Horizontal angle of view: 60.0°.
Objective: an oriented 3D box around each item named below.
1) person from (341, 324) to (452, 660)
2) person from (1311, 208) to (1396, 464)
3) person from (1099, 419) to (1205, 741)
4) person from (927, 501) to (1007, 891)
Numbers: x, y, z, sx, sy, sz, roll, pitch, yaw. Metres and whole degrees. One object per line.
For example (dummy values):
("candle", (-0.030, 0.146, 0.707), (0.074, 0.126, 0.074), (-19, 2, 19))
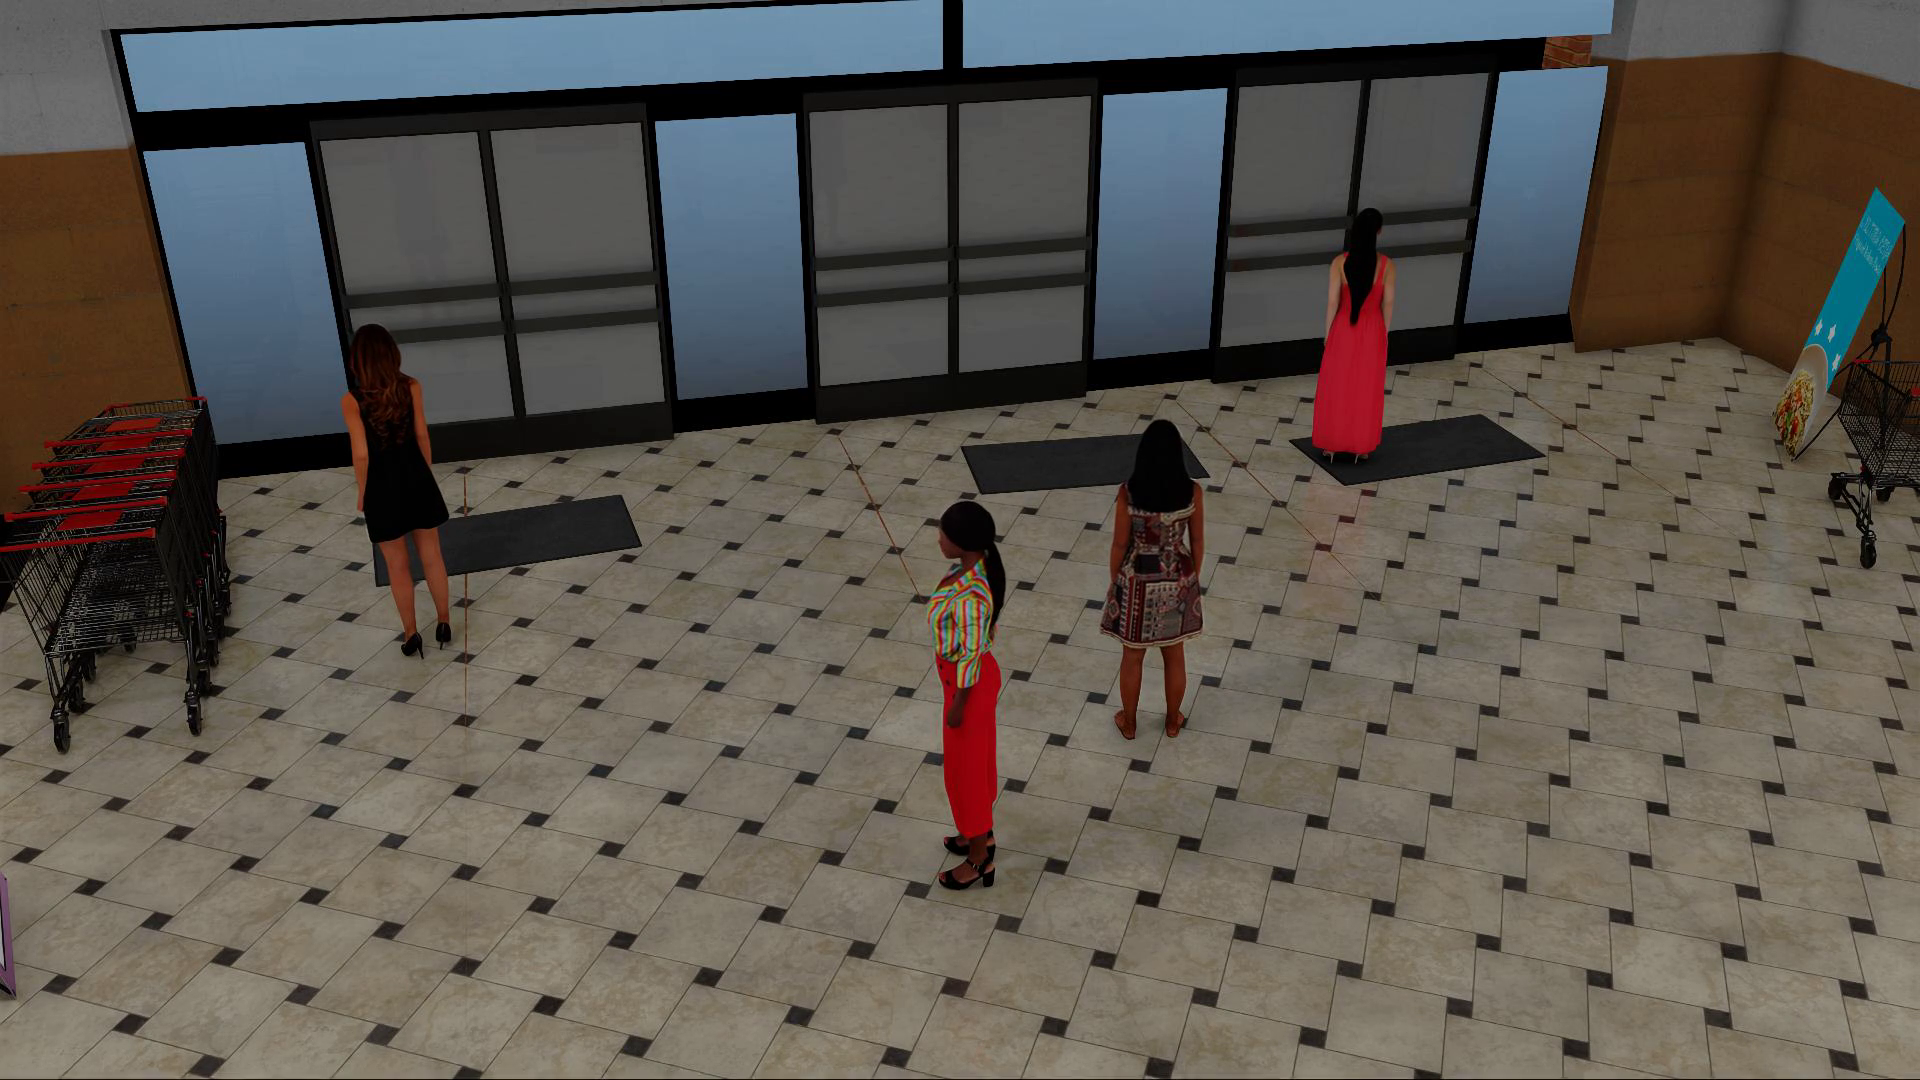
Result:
("person", (-2.878, -0.233, 8.538), (0.657, 1.834, 0.650), (-19, 33, -33))
("person", (2.568, -1.305, 10.770), (0.704, 1.727, 0.712), (5, 27, 10))
("person", (0.920, 0.199, 7.898), (0.694, 1.644, 0.602), (-1, 27, -3))
("person", (0.042, 0.647, 6.848), (0.728, 1.794, 0.594), (3, 27, 6))
